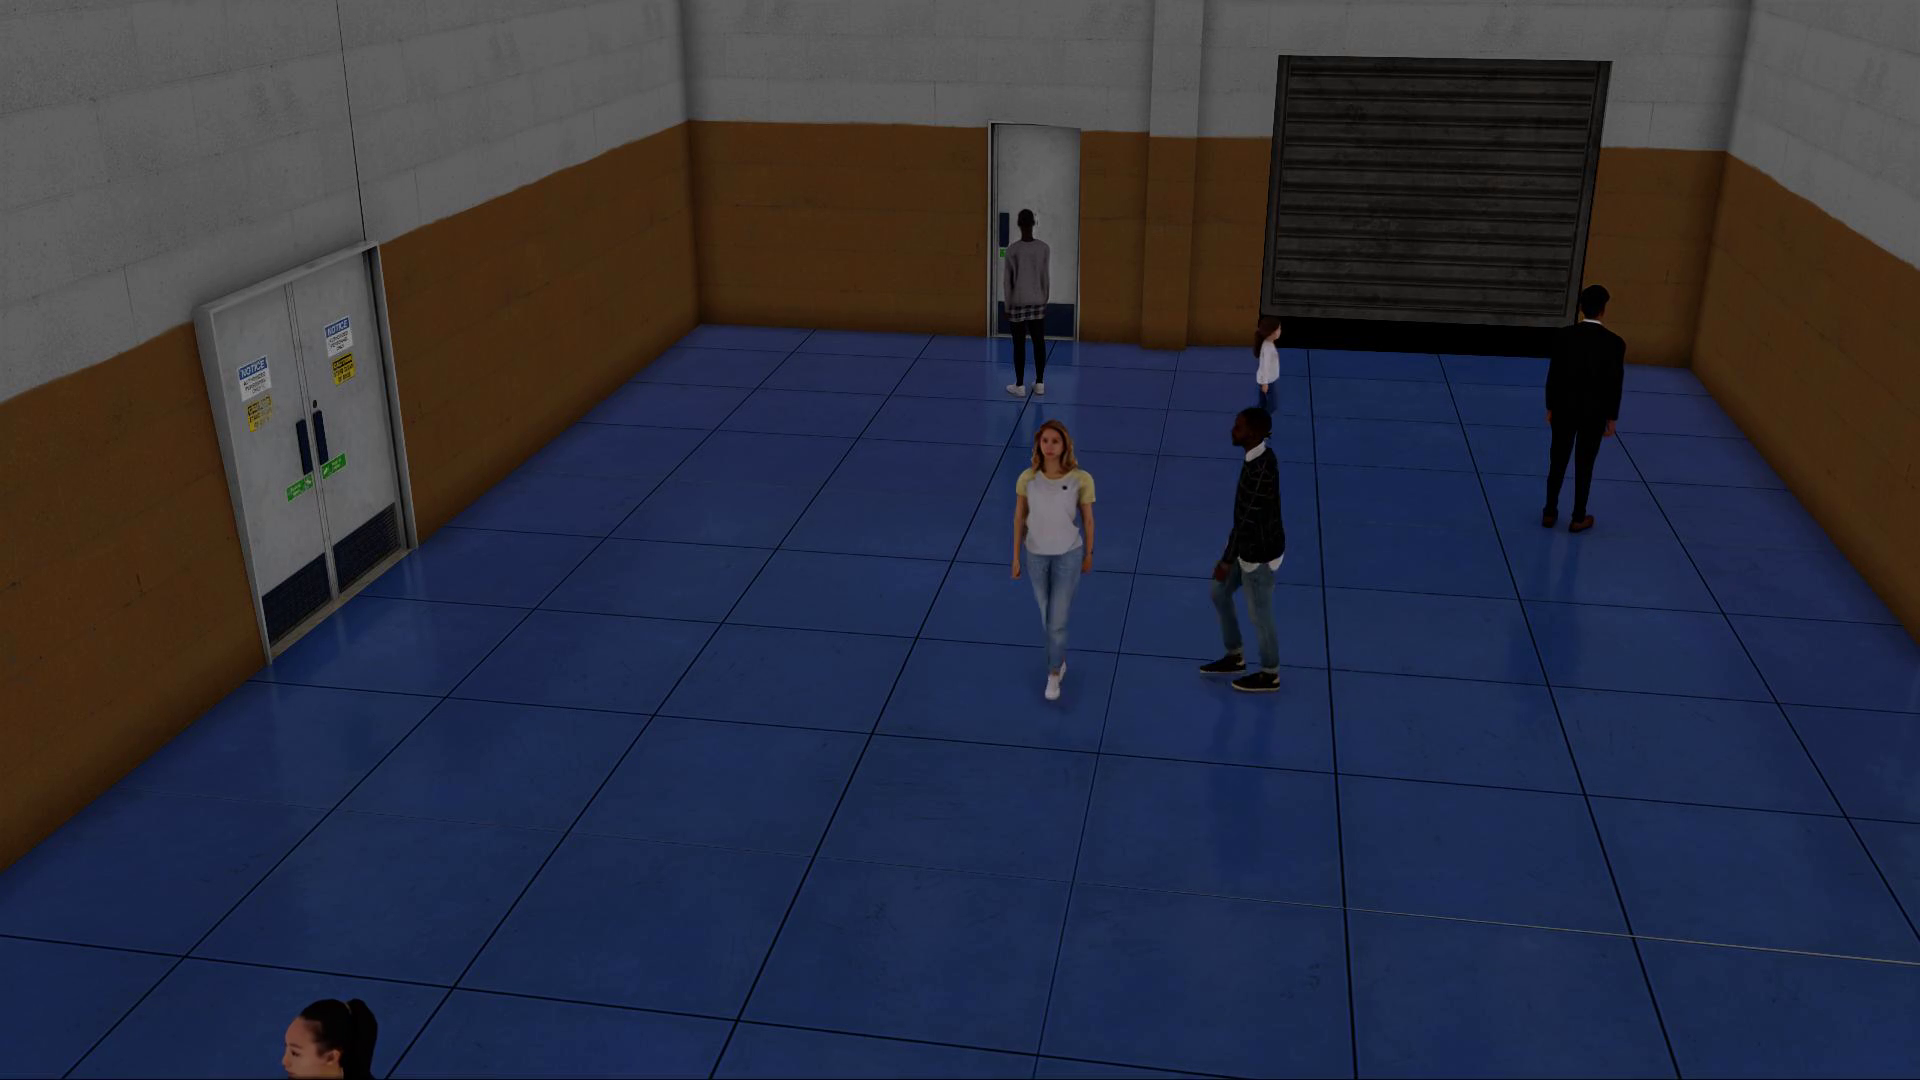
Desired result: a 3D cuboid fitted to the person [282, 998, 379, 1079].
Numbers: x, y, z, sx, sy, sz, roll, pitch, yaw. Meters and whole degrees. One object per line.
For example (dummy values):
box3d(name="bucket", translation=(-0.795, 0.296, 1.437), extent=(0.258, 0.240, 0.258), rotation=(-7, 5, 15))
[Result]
box3d(name="person", translation=(-1.848, 2.110, 5.040), extent=(0.582, 1.685, 0.689), rotation=(18, 28, 37))

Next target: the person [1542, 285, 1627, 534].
box3d(name="person", translation=(4.646, -0.984, 12.475), extent=(0.647, 1.884, 0.828), rotation=(13, 25, 30))

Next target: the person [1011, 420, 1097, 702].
box3d(name="person", translation=(0.574, 0.077, 10.055), extent=(0.731, 1.703, 0.714), rotation=(5, 23, 13))

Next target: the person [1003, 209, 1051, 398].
box3d(name="person", translation=(0.638, -2.241, 15.751), extent=(0.636, 1.773, 0.754), rotation=(-7, 23, -18))

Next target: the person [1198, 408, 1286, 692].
box3d(name="person", translation=(1.860, 0.088, 9.917), extent=(0.745, 1.801, 0.685), rotation=(2, 22, 4))

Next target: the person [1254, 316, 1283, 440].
box3d(name="person", translation=(2.643, -1.426, 14.623), extent=(0.464, 1.103, 0.450), rotation=(4, 22, 10))
